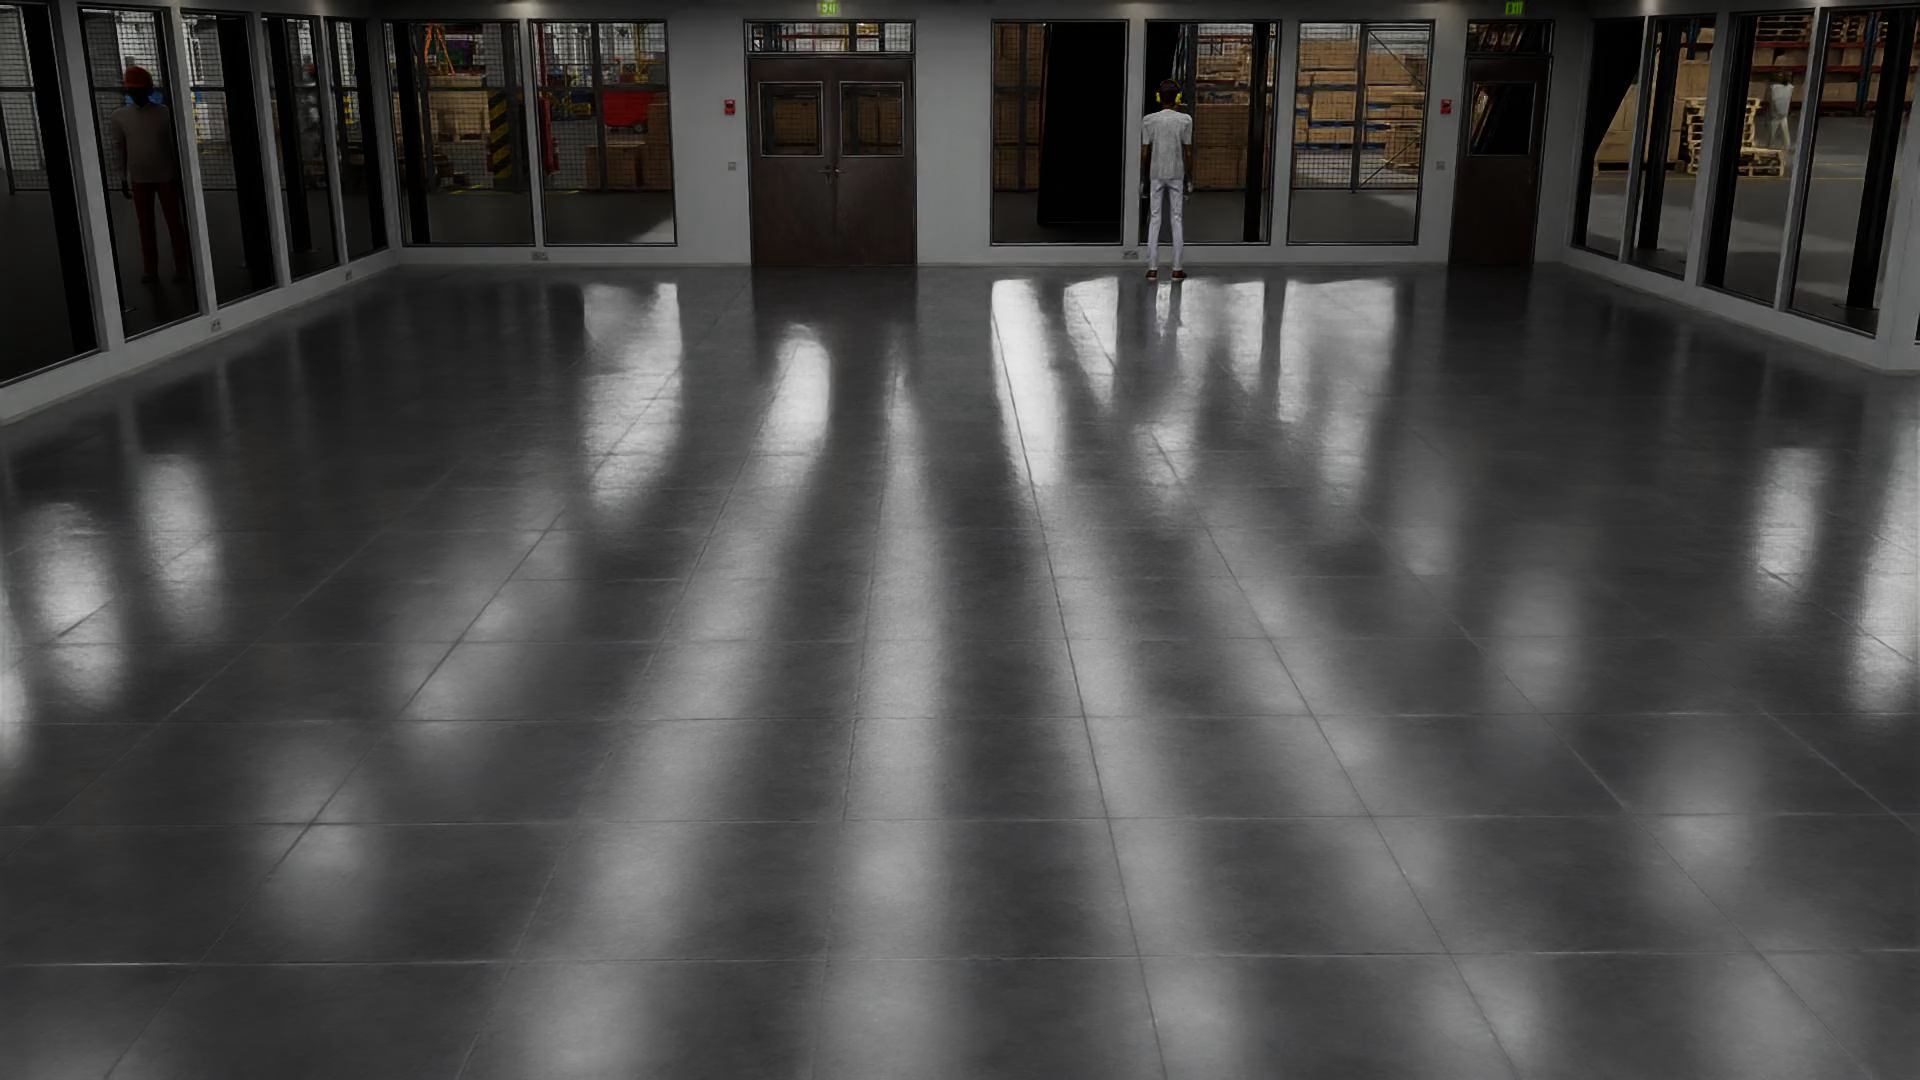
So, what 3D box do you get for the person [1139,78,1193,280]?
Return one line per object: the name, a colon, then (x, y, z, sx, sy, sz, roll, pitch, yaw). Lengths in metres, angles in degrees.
person: (1.954, -3.405, 15.757, 0.514, 1.873, 0.329, 3, 17, 11)
